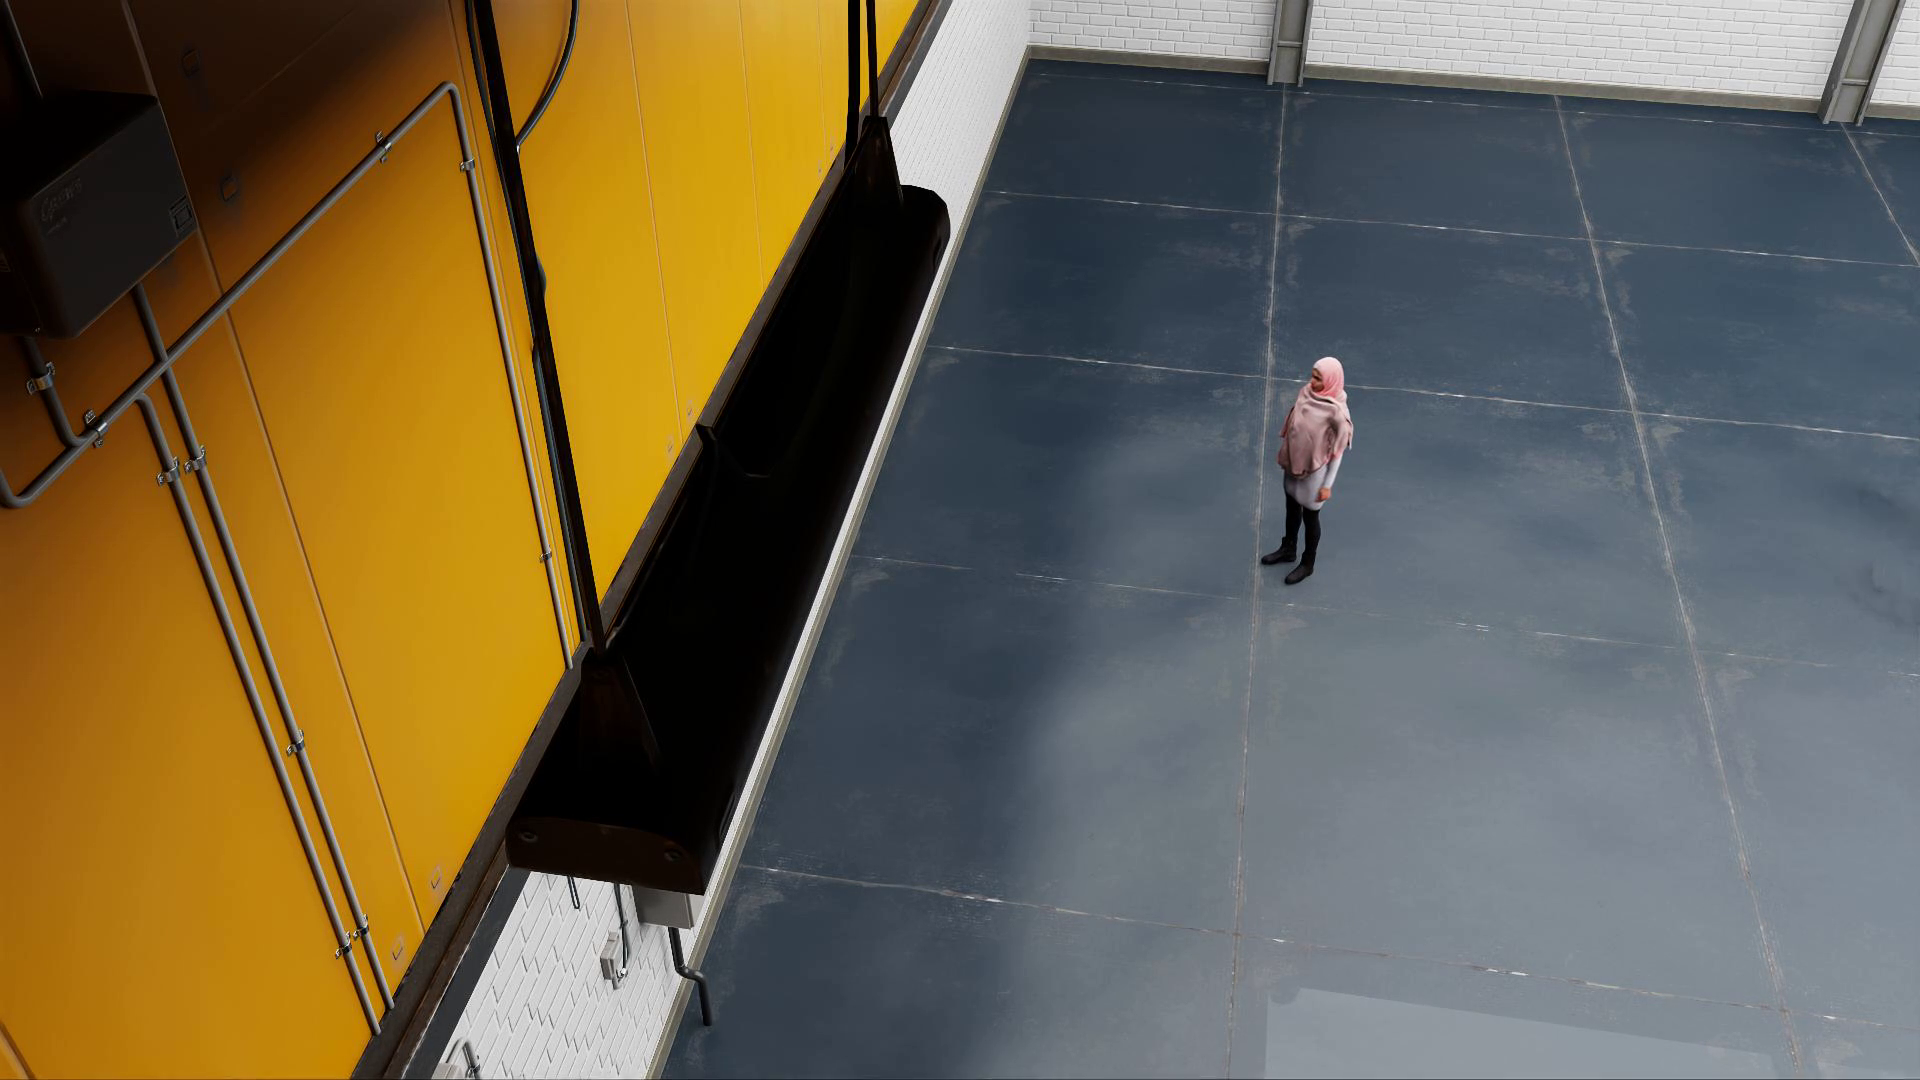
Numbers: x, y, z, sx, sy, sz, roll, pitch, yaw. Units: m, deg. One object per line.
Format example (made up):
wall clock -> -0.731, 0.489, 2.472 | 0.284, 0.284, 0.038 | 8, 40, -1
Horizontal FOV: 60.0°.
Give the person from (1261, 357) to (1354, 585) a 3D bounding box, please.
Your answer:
person -> 2.437, -0.494, 11.610 | 0.792, 1.804, 0.745 | -20, 43, -23
